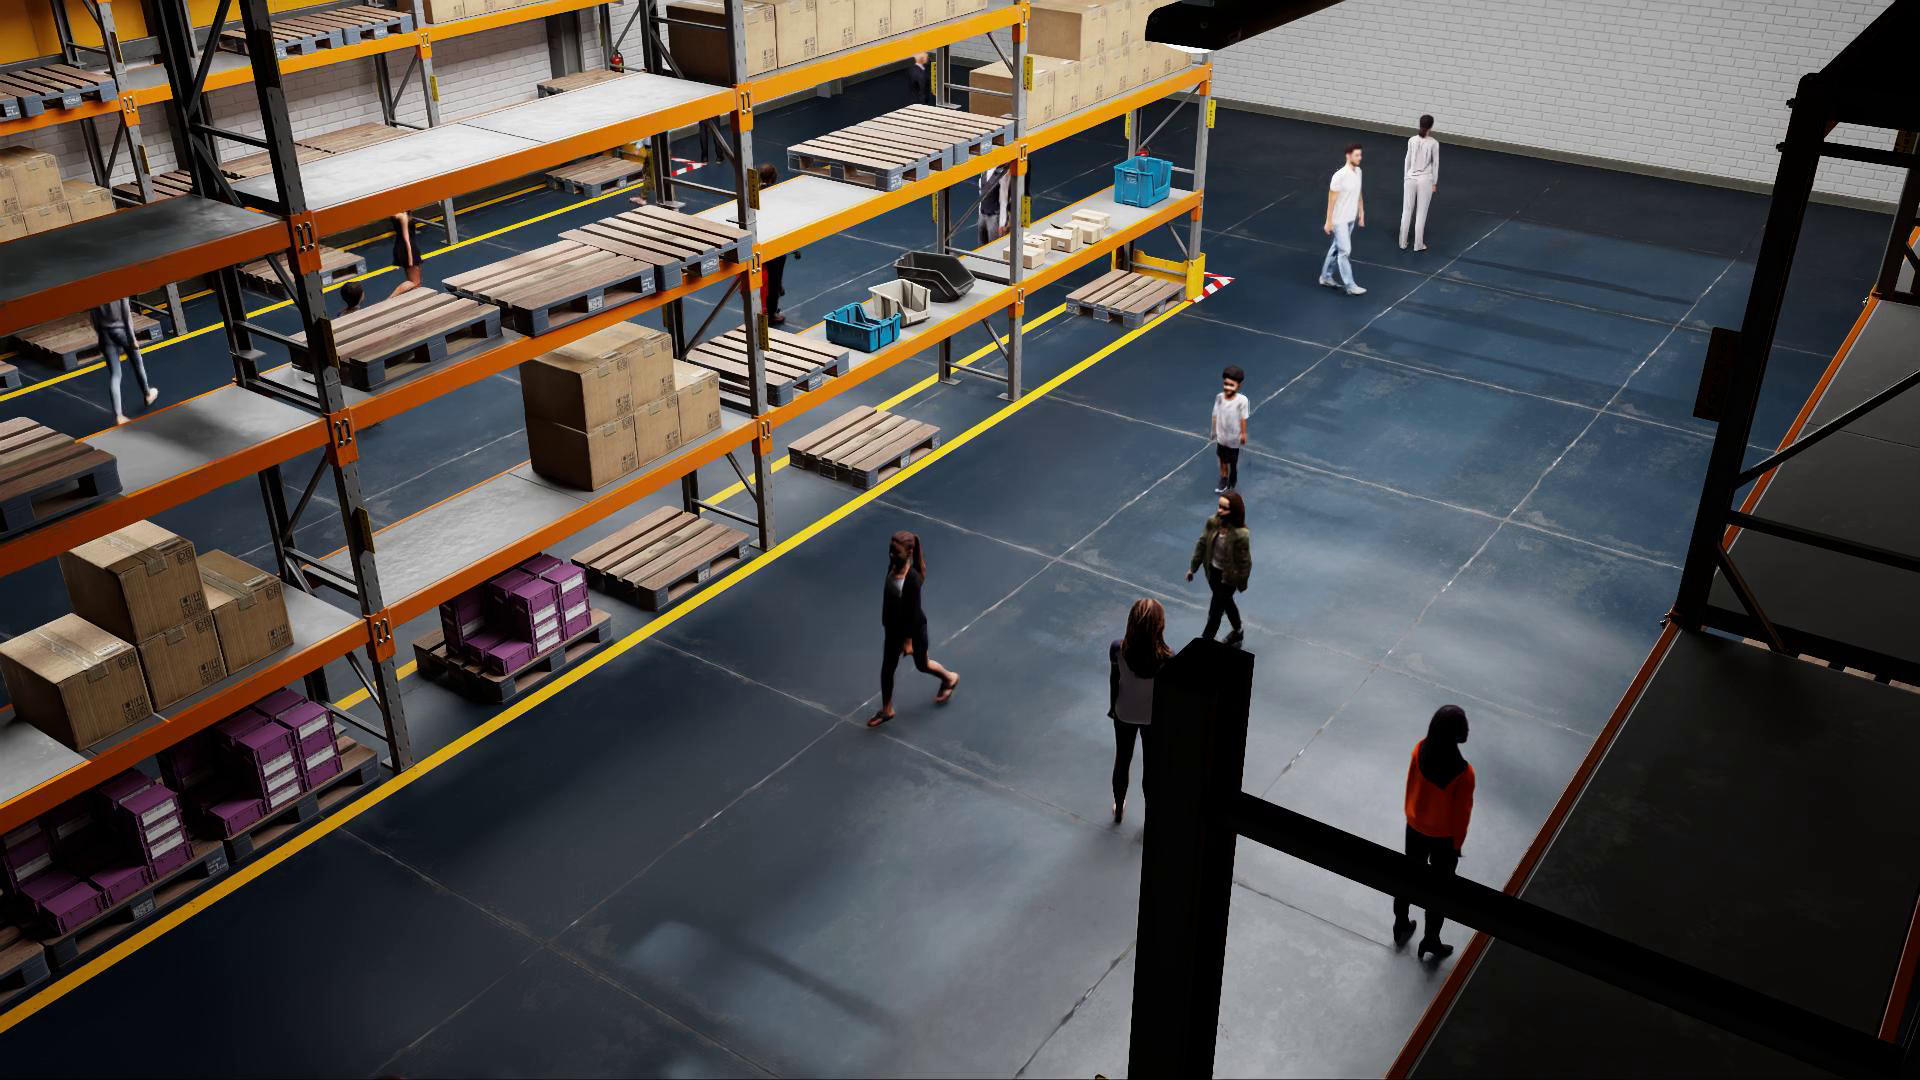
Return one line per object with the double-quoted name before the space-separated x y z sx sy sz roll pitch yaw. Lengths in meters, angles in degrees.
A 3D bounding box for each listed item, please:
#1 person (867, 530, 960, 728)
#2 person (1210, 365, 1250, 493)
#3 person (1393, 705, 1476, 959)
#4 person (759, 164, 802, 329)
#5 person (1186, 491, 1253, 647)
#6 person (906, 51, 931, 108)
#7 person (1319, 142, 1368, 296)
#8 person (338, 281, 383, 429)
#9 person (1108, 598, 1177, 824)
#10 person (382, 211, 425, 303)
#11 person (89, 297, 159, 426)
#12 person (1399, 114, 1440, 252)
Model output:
"person" -0.327 0.622 12.255 1.095 1.529 0.713 -24 37 -36
"person" 2.555 -1.061 15.627 0.505 1.255 0.532 16 33 27
"person" 2.841 1.742 9.973 0.690 1.748 0.698 -16 32 -26
"person" -2.235 -3.364 19.187 0.699 1.890 0.682 19 34 30
"person" 2.100 0.268 13.007 1.060 1.431 0.790 -19 34 -31
"person" -0.687 -6.444 24.939 0.805 1.787 0.795 -14 32 -24
"person" 4.613 -3.942 20.302 0.996 1.835 0.858 -25 37 -38
"person" -6.054 -1.827 16.718 0.652 1.556 0.704 8 30 14
"person" 1.199 1.153 11.070 0.658 1.733 0.645 8 30 15
"person" -6.522 -3.341 19.385 0.961 1.659 0.774 -16 33 -27
"person" -8.546 -1.976 16.787 1.092 1.751 1.251 -1 29 -2
"person" 5.985 -4.662 21.687 0.587 1.774 0.513 18 33 30
